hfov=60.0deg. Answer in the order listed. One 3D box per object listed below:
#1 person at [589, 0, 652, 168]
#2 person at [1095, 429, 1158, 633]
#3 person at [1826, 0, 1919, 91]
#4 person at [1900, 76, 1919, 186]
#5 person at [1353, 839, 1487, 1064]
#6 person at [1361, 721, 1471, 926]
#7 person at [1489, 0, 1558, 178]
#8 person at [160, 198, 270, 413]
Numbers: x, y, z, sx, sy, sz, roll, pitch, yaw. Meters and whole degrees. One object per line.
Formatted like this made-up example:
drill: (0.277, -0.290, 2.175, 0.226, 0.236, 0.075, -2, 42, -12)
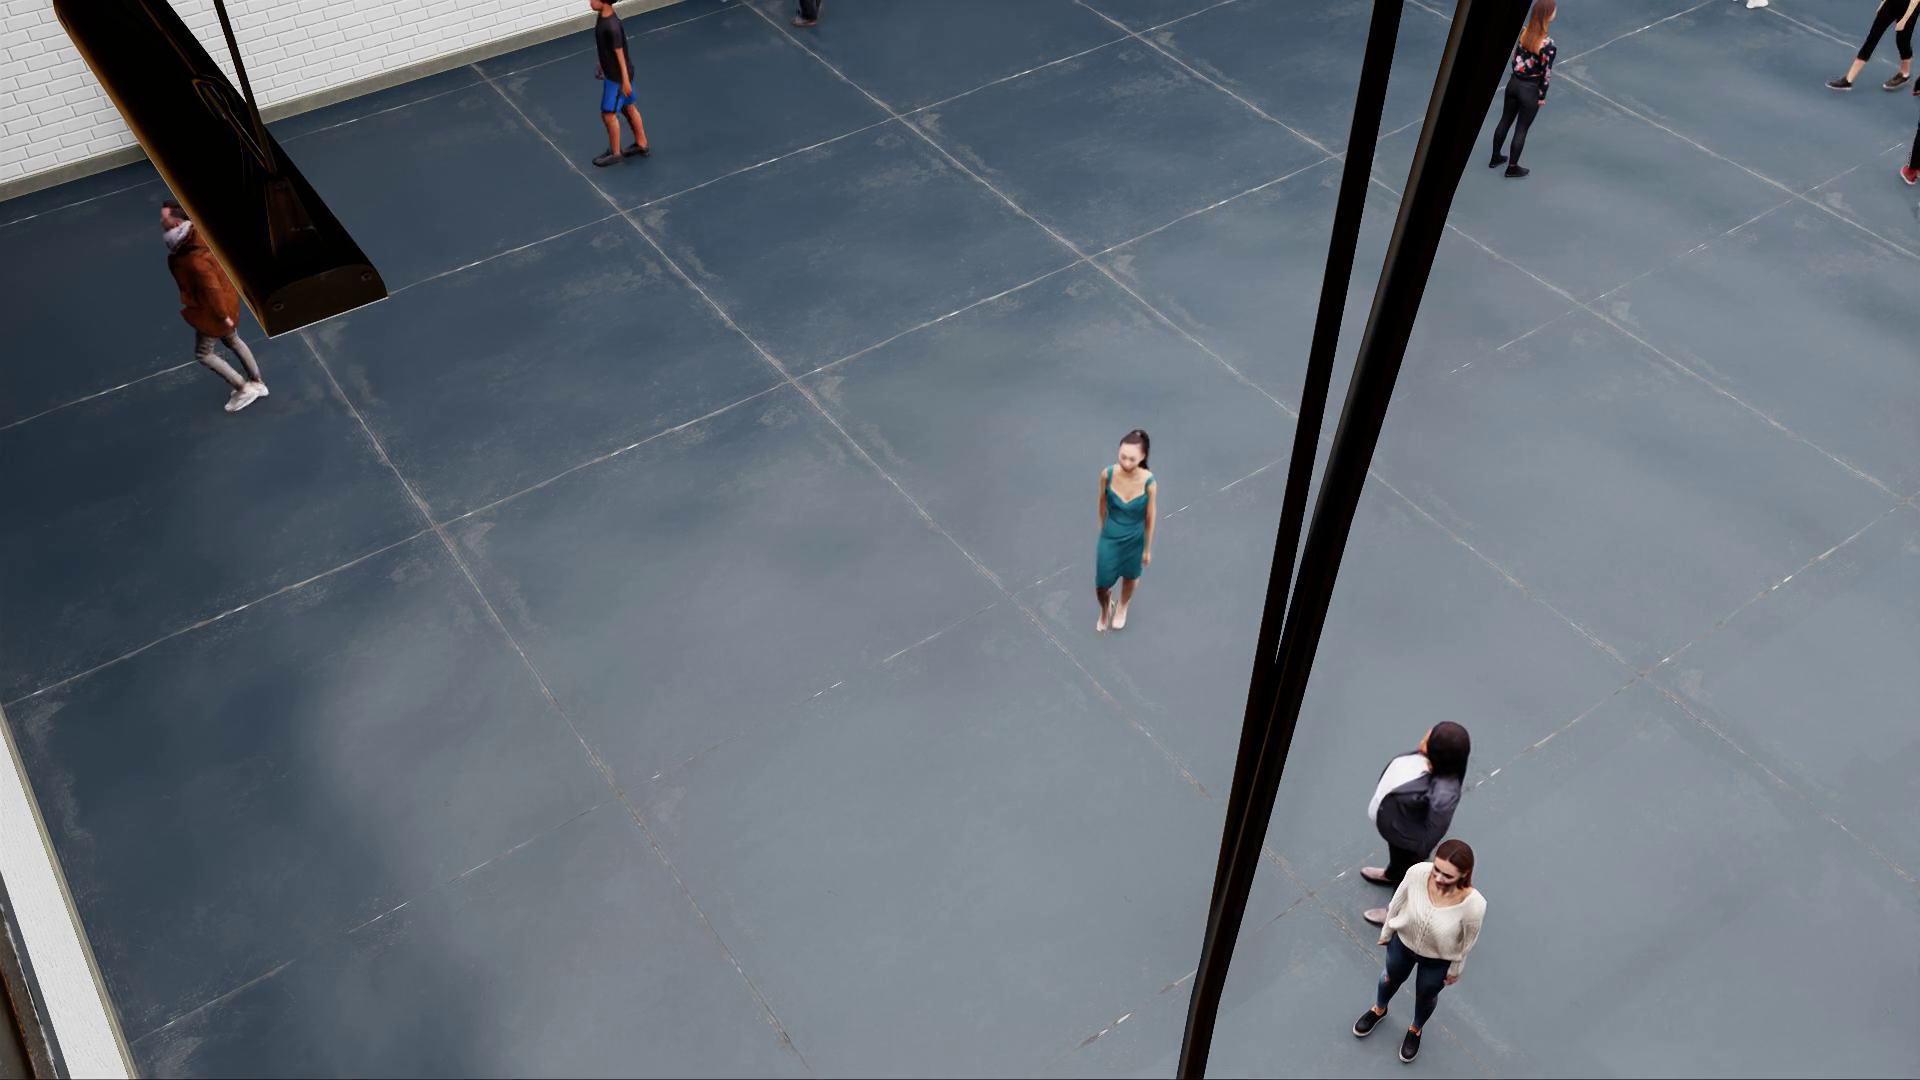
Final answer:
person: (-3.040, -4.275, 15.167, 0.869, 1.780, 0.738, -15, 46, -15)
person: (1.100, -0.063, 10.822, 0.682, 1.675, 0.736, 12, 45, 12)
person: (9.203, -5.135, 16.143, 1.180, 1.678, 0.802, -11, 45, -12)
person: (8.826, -3.945, 14.909, 0.835, 1.658, 0.903, 9, 44, 9)
person: (2.384, 2.087, 8.552, 0.679, 1.692, 0.650, 28, 50, 26)
person: (2.523, 1.542, 9.193, 0.856, 1.597, 0.798, 7, 44, 7)
person: (5.114, -4.094, 15.046, 0.531, 1.684, 0.588, -21, 47, -20)
person: (-5.537, -1.784, 12.520, 0.855, 1.824, 0.826, -8, 44, -9)
